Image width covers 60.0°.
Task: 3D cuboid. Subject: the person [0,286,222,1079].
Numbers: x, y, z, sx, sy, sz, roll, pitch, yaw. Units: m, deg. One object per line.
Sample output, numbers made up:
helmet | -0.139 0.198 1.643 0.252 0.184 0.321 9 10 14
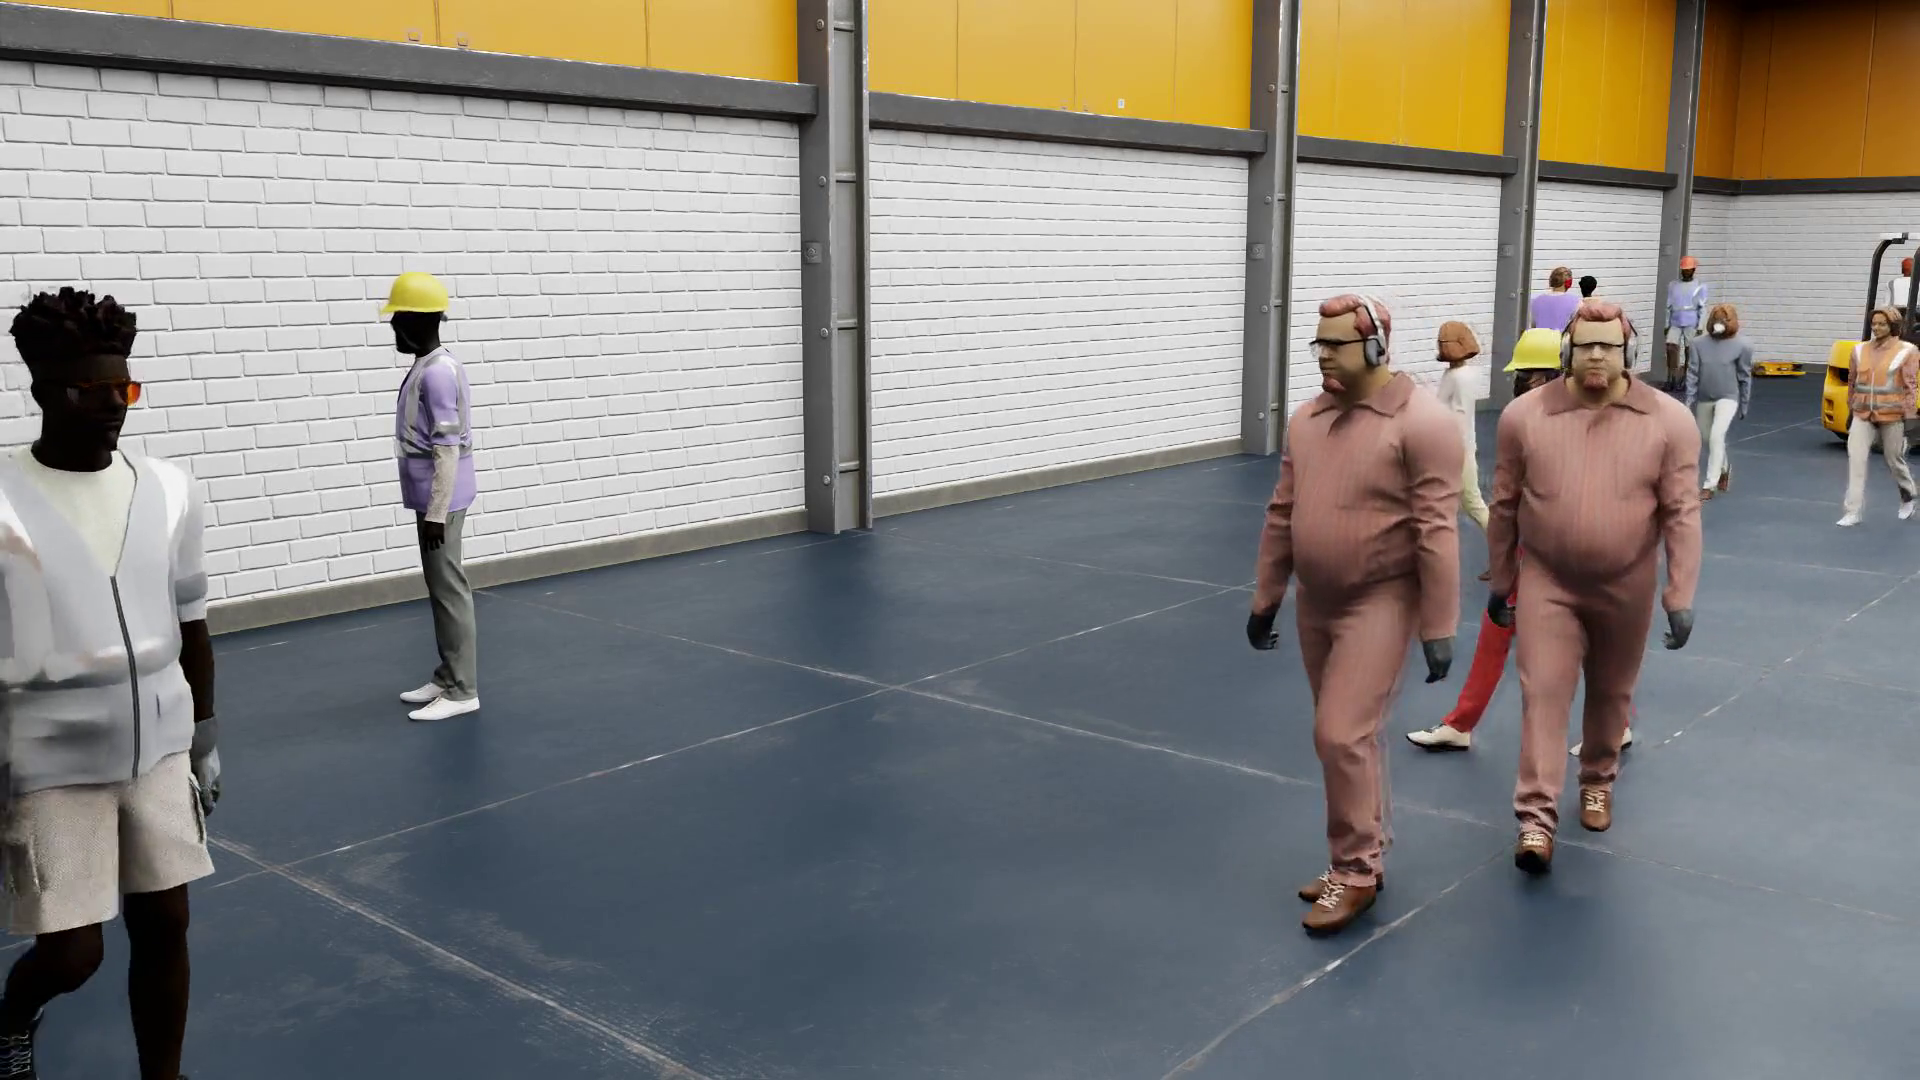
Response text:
person | -1.878 0.440 3.548 0.599 1.952 0.635 6 12 32

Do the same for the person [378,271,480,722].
person | -2.279 -0.188 7.191 0.360 1.930 0.587 -4 11 -22

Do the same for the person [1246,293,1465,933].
person | 1.109 0.216 5.002 0.634 1.886 0.686 -5 11 -29

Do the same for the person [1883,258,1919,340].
person | 13.634 -3.121 24.025 0.352 1.881 0.576 -9 14 -43

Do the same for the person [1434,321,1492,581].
person | 3.026 -0.532 10.107 0.839 1.593 0.511 0 10 2

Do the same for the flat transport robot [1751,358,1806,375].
flat transport robot | 12.903 -2.797 26.765 0.652 0.197 1.431 -1 10 -4

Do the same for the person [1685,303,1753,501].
person | 6.215 -1.145 13.586 0.791 1.594 0.480 -9 13 -41

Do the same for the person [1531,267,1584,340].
person | 6.112 -1.883 17.124 0.393 1.835 0.565 -8 13 -40

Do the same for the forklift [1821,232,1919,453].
forklift | 9.955 -1.972 16.595 2.313 2.155 1.214 1 10 8

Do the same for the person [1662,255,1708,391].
person | 10.170 -3.033 23.420 0.580 1.914 0.682 9 13 40

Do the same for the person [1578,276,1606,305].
person | 7.707 -2.410 20.523 0.534 1.694 0.318 3 10 15

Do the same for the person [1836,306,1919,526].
person | 6.796 -0.911 12.214 0.748 1.618 0.533 -7 12 -34

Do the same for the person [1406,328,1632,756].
person | 2.296 0.029 6.569 0.897 1.719 0.526 -2 10 -9

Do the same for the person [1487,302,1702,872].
person | 2.080 0.148 5.508 0.668 1.848 1.035 4 11 21
